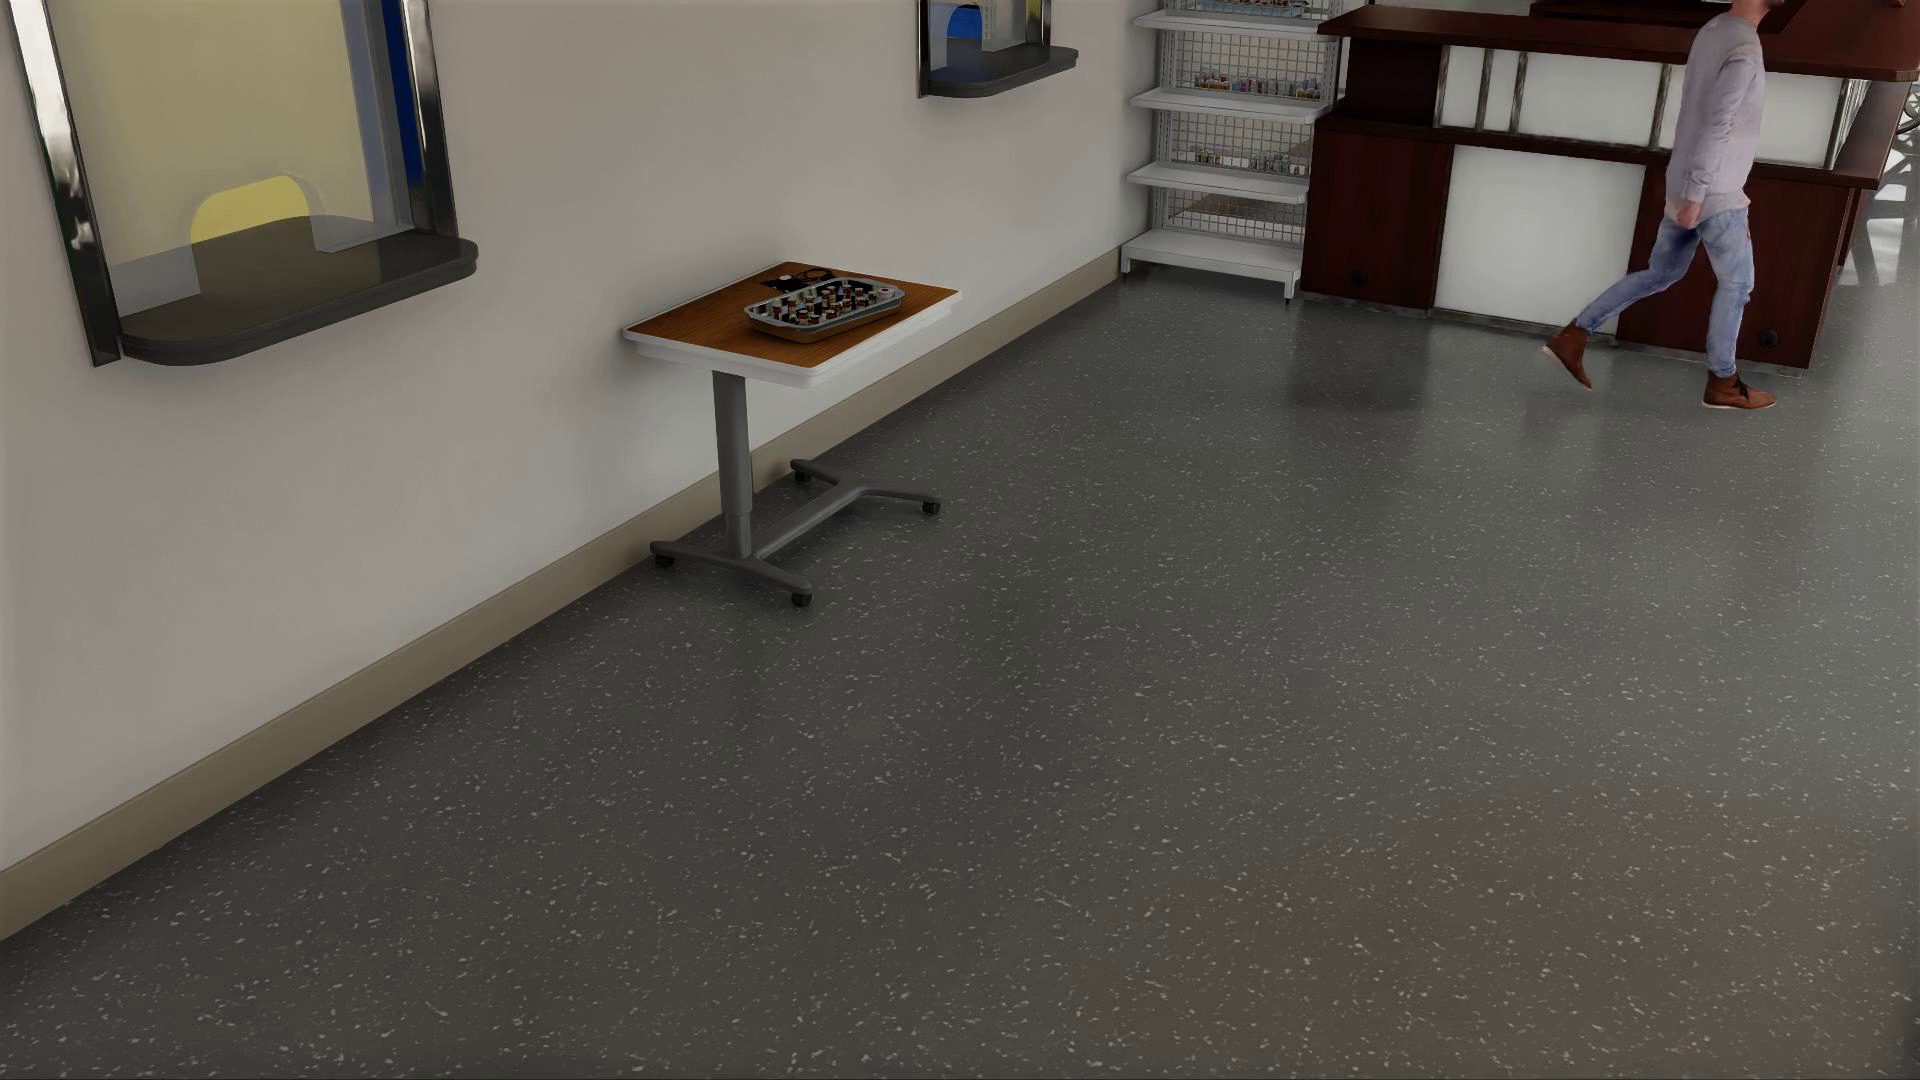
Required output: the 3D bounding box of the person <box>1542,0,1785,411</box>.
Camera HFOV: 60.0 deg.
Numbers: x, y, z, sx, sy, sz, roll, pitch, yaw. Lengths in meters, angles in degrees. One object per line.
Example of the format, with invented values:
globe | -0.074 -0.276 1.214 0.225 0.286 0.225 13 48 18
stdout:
person | 2.828 -1.381 6.501 1.250 1.808 0.981 3 26 7
